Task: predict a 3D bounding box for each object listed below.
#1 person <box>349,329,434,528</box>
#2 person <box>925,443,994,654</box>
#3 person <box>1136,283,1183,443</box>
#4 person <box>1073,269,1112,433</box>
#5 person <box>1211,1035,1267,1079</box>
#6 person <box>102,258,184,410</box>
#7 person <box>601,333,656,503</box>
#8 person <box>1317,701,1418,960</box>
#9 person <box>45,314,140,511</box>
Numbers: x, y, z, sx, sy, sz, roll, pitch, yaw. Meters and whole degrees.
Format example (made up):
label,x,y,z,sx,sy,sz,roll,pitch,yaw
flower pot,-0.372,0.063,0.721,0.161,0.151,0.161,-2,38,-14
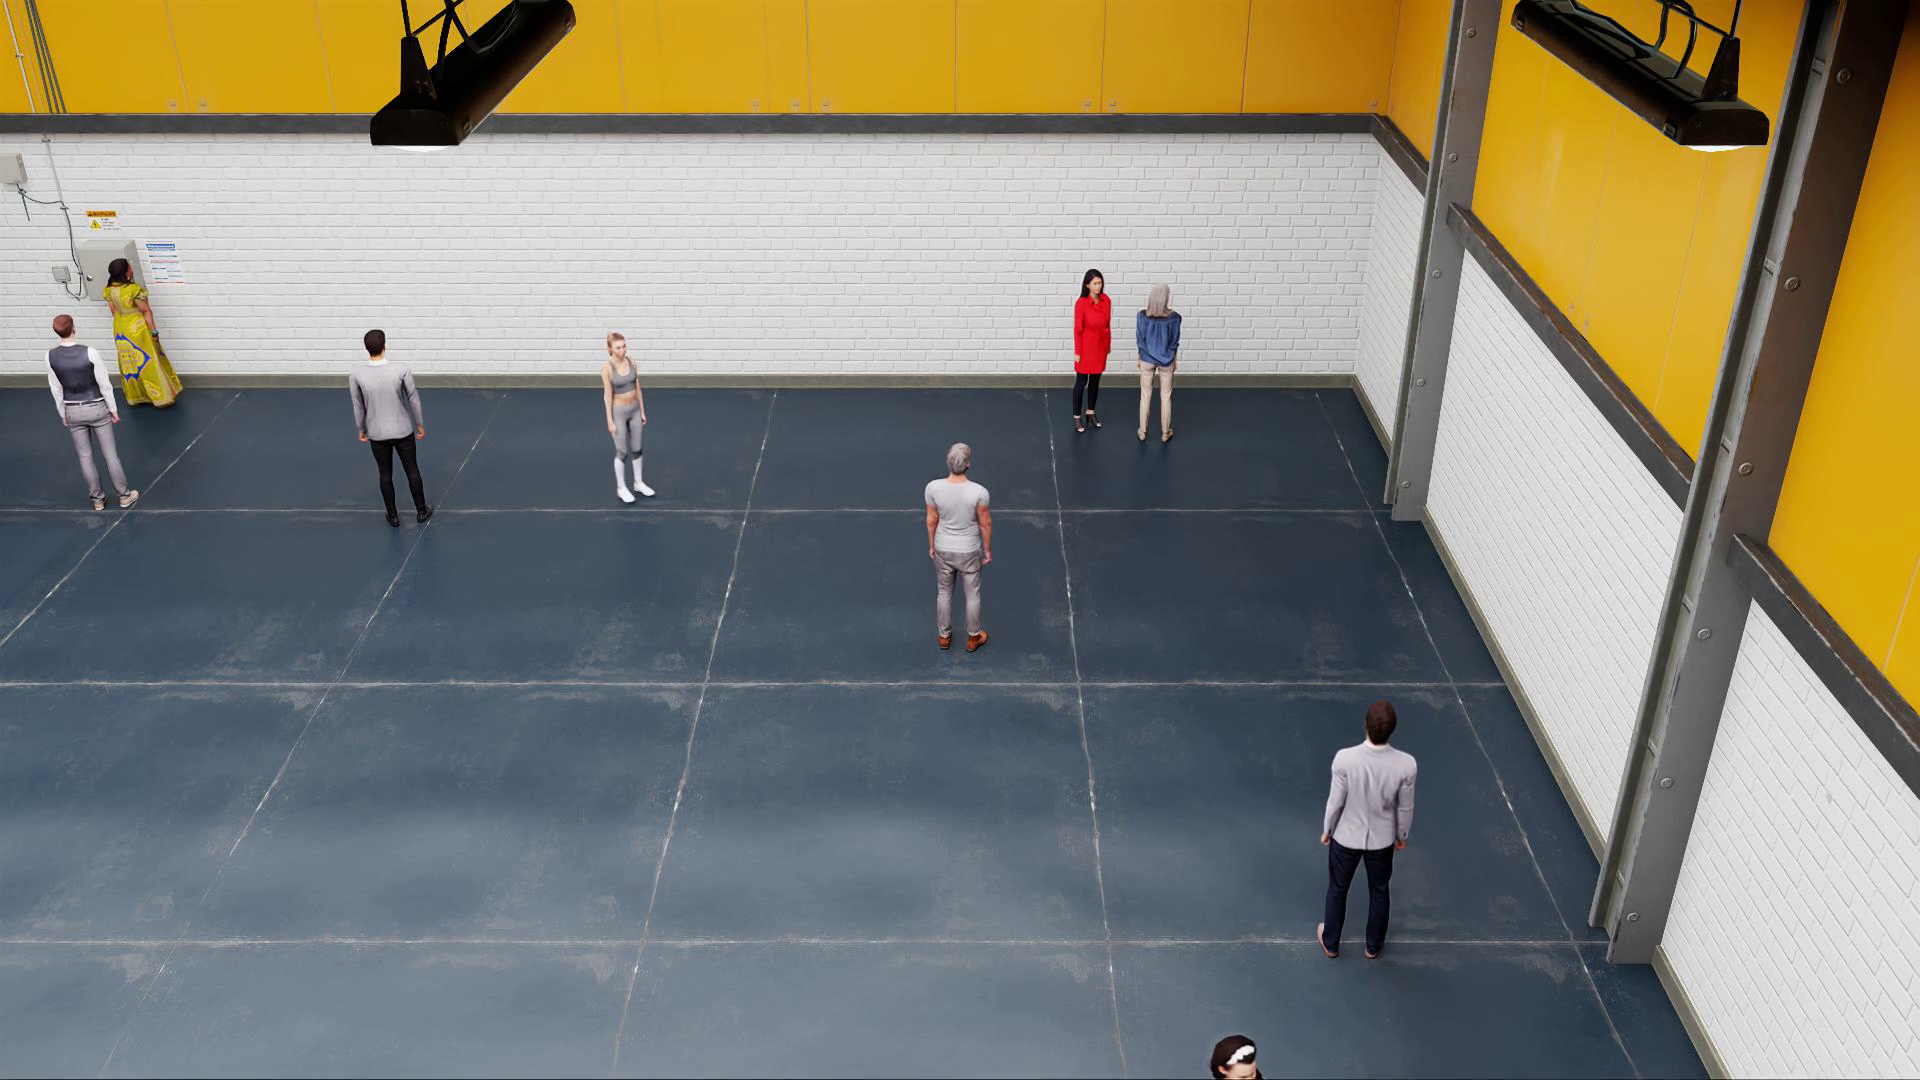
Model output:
label,x,y,z,sx,sy,sz,roll,pitch,yaw
person,-5.264,-1.032,15.351,0.804,1.922,0.714,-7,29,-13
person,-0.013,0.069,13.426,0.736,1.832,0.635,6,29,11
person,2.020,-1.822,17.033,0.646,1.697,0.613,5,29,9
person,1.363,-1.976,17.262,0.734,1.748,0.770,-17,33,-28
person,1.250,3.063,7.956,0.858,1.815,0.912,-22,35,-34
person,-8.819,-2.219,17.801,0.932,1.660,0.880,7,29,13
person,-3.202,-1.188,15.866,0.712,1.702,0.648,25,37,37
person,2.488,1.796,10.241,0.696,1.851,0.578,2,29,4
person,-8.229,-1.213,15.666,0.709,1.938,0.630,-6,29,-11
